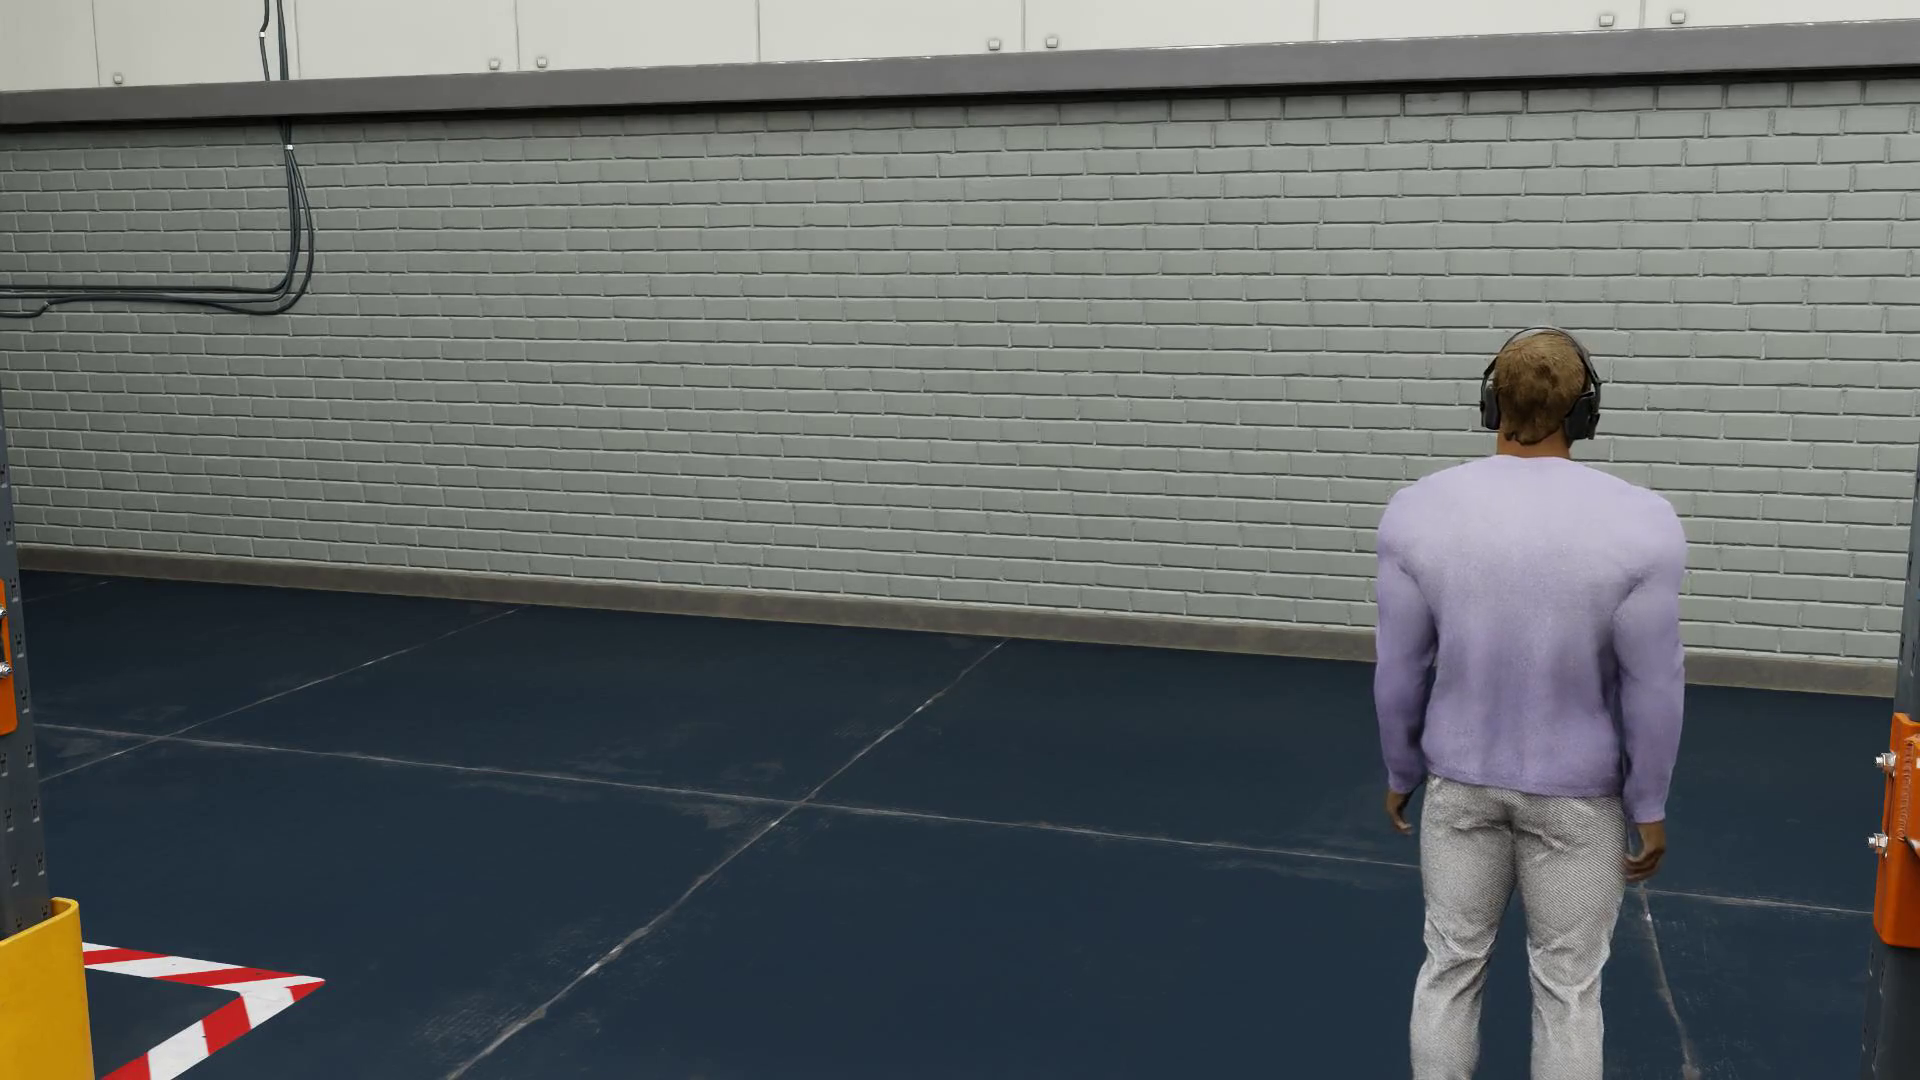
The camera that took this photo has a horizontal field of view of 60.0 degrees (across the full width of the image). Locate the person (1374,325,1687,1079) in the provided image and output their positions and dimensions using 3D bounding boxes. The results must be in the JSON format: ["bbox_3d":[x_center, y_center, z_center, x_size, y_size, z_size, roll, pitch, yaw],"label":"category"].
[{"bbox_3d":[1.185,0.523,3.528,0.627,1.940,0.371,6,11,31],"label":"person"}]
